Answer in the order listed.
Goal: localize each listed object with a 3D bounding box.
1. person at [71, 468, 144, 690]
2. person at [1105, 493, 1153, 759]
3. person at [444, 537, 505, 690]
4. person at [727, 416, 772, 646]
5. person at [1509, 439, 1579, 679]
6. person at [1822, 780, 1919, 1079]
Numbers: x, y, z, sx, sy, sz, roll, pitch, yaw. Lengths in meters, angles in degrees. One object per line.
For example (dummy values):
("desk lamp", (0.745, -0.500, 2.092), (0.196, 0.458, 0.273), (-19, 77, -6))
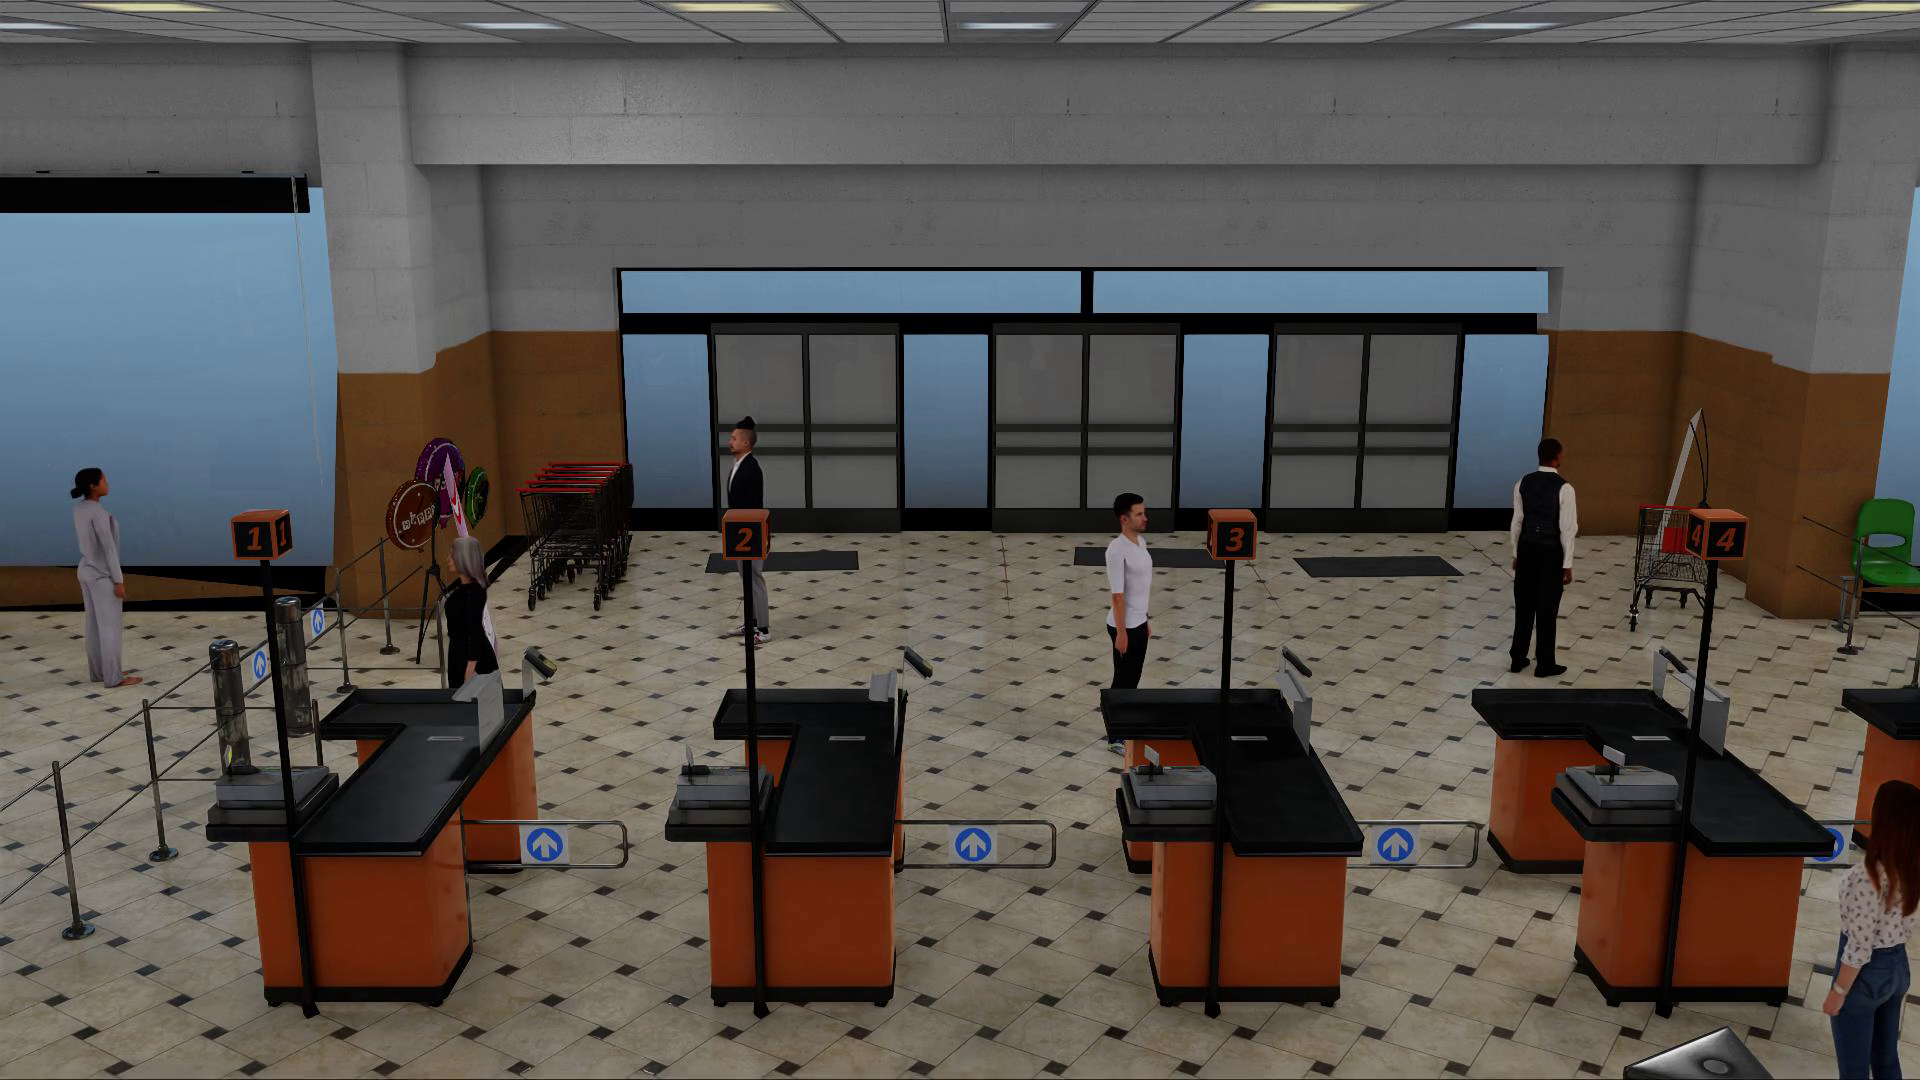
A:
("person", (-6.771, 0.284, 13.090), (0.710, 1.736, 0.750), (11, 18, 39))
("person", (1.176, 0.575, 11.644), (0.808, 1.852, 0.673), (7, 15, 26))
("person", (-3.184, 0.821, 10.851), (0.737, 1.747, 0.623), (-5, 15, -21))
("person", (-1.797, -0.088, 14.167), (0.851, 1.950, 0.684), (-6, 15, -23))
("person", (4.655, 0.147, 13.327), (0.830, 1.889, 0.762), (-12, 18, -42))
("person", (3.768, 1.800, 6.855), (0.653, 1.728, 0.662), (-8, 16, -29))
